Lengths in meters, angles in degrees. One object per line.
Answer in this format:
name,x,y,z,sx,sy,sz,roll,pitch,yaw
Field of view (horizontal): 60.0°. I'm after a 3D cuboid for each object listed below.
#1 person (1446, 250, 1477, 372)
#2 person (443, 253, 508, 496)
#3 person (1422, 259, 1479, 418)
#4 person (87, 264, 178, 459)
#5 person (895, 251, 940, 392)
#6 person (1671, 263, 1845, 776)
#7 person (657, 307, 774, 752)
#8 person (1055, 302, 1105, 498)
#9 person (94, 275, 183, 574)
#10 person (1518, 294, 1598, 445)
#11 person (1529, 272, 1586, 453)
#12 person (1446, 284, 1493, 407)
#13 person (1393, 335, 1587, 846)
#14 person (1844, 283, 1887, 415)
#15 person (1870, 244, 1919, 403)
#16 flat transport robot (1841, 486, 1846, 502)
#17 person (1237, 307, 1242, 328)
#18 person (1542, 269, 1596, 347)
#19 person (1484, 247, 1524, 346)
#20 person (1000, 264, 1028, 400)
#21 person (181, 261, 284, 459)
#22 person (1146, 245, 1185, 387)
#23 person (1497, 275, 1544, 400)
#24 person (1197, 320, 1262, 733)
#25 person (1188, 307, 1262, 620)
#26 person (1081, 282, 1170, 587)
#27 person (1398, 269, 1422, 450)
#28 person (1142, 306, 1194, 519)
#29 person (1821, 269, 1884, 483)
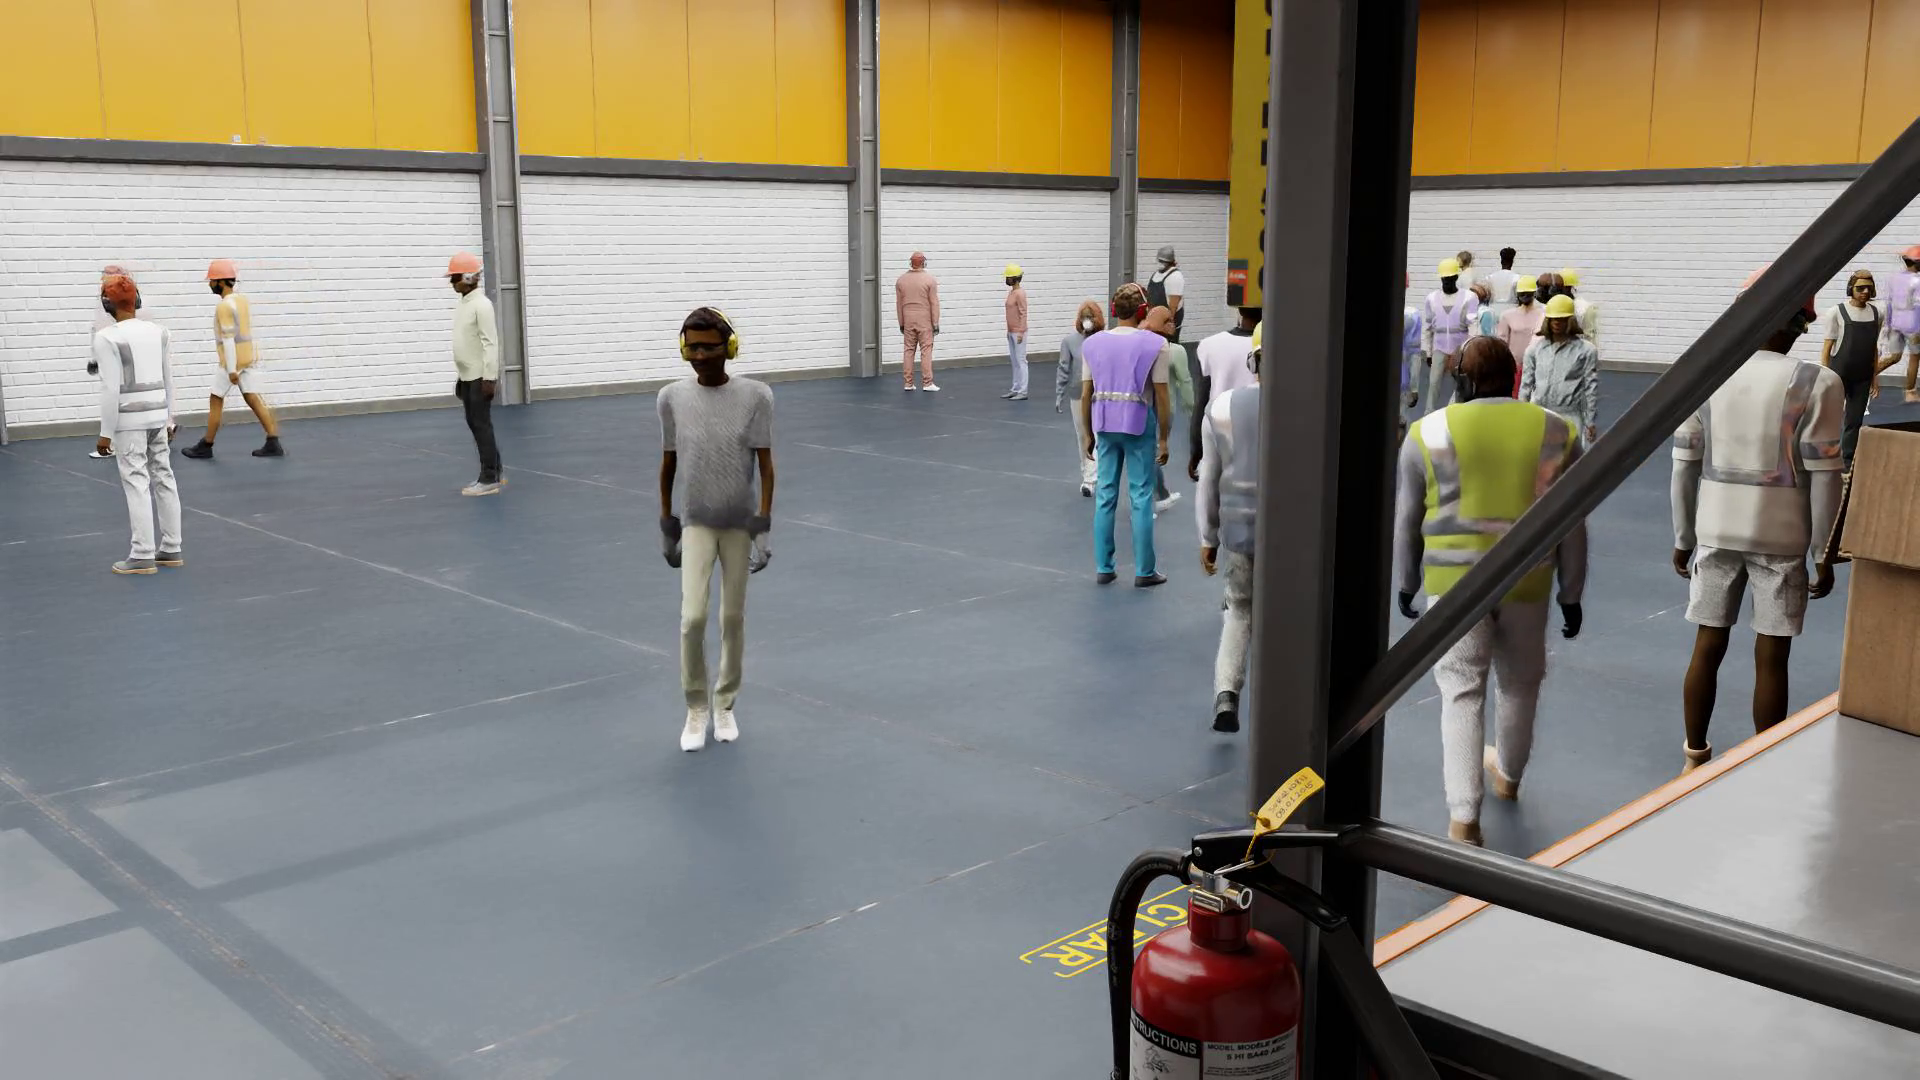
person,7.949,-3.563,25.954,0.881,1.911,0.637,4,11,19
person,-3.970,-1.363,13.776,0.499,1.982,0.668,-7,12,-33
person,5.142,-2.000,17.507,0.603,1.877,0.984,6,12,30
person,-8.077,-1.746,16.159,0.698,1.859,0.882,8,13,36
person,-0.552,-2.988,22.790,0.649,1.912,0.409,5,12,26
person,2.966,-0.008,6.209,0.390,2.034,0.605,-9,14,-42
person,-1.005,-0.034,6.892,0.484,1.843,0.588,-1,10,-5
person,1.036,-1.140,13.590,0.508,1.588,0.874,3,11,18
person,-5.207,-0.725,10.521,0.355,1.886,0.572,3,11,18
person,4.068,-0.809,11.392,0.515,1.722,0.566,7,12,33
person,5.248,-1.502,15.001,0.941,1.791,0.637,1,10,6
person,5.737,-2.069,18.663,0.884,1.578,0.574,0,10,0
person,1.892,0.167,6.003,0.651,1.783,0.913,1,10,8
person,10.710,-2.300,19.796,0.500,1.633,0.279,6,12,28
person,11.924,-2.721,21.067,0.829,2.023,0.609,-2,11,-11
flat transport robot,6.328,-0.248,12.326,0.652,0.197,1.431,5,11,25
person,4.220,-3.252,25.051,0.823,1.595,0.547,2,11,13
person,6.173,-1.867,17.017,0.915,1.790,0.611,-9,14,-40
person,7.709,-3.157,23.564,0.612,1.964,0.362,7,12,33
person,0.716,-2.694,21.590,0.329,1.765,0.526,-3,11,-16
person,-6.994,-1.718,15.926,0.924,1.895,0.552,0,10,2
person,2.829,-3.124,23.180,0.723,2.000,0.720,-6,12,-30
person,5.467,-1.686,16.111,0.550,1.750,0.390,4,11,21
person,1.300,-0.026,6.906,0.607,1.820,0.412,5,12,26
person,1.673,-0.525,9.441,0.634,1.876,0.916,6,12,29
person,0.999,-0.631,10.111,0.564,1.847,0.395,5,12,27
person,3.432,-1.275,13.448,0.541,1.919,0.585,5,12,27
person,1.552,-0.963,12.597,0.517,1.596,0.827,9,14,41
person,7.591,-1.377,14.186,0.517,1.843,0.326,-1,10,-5
